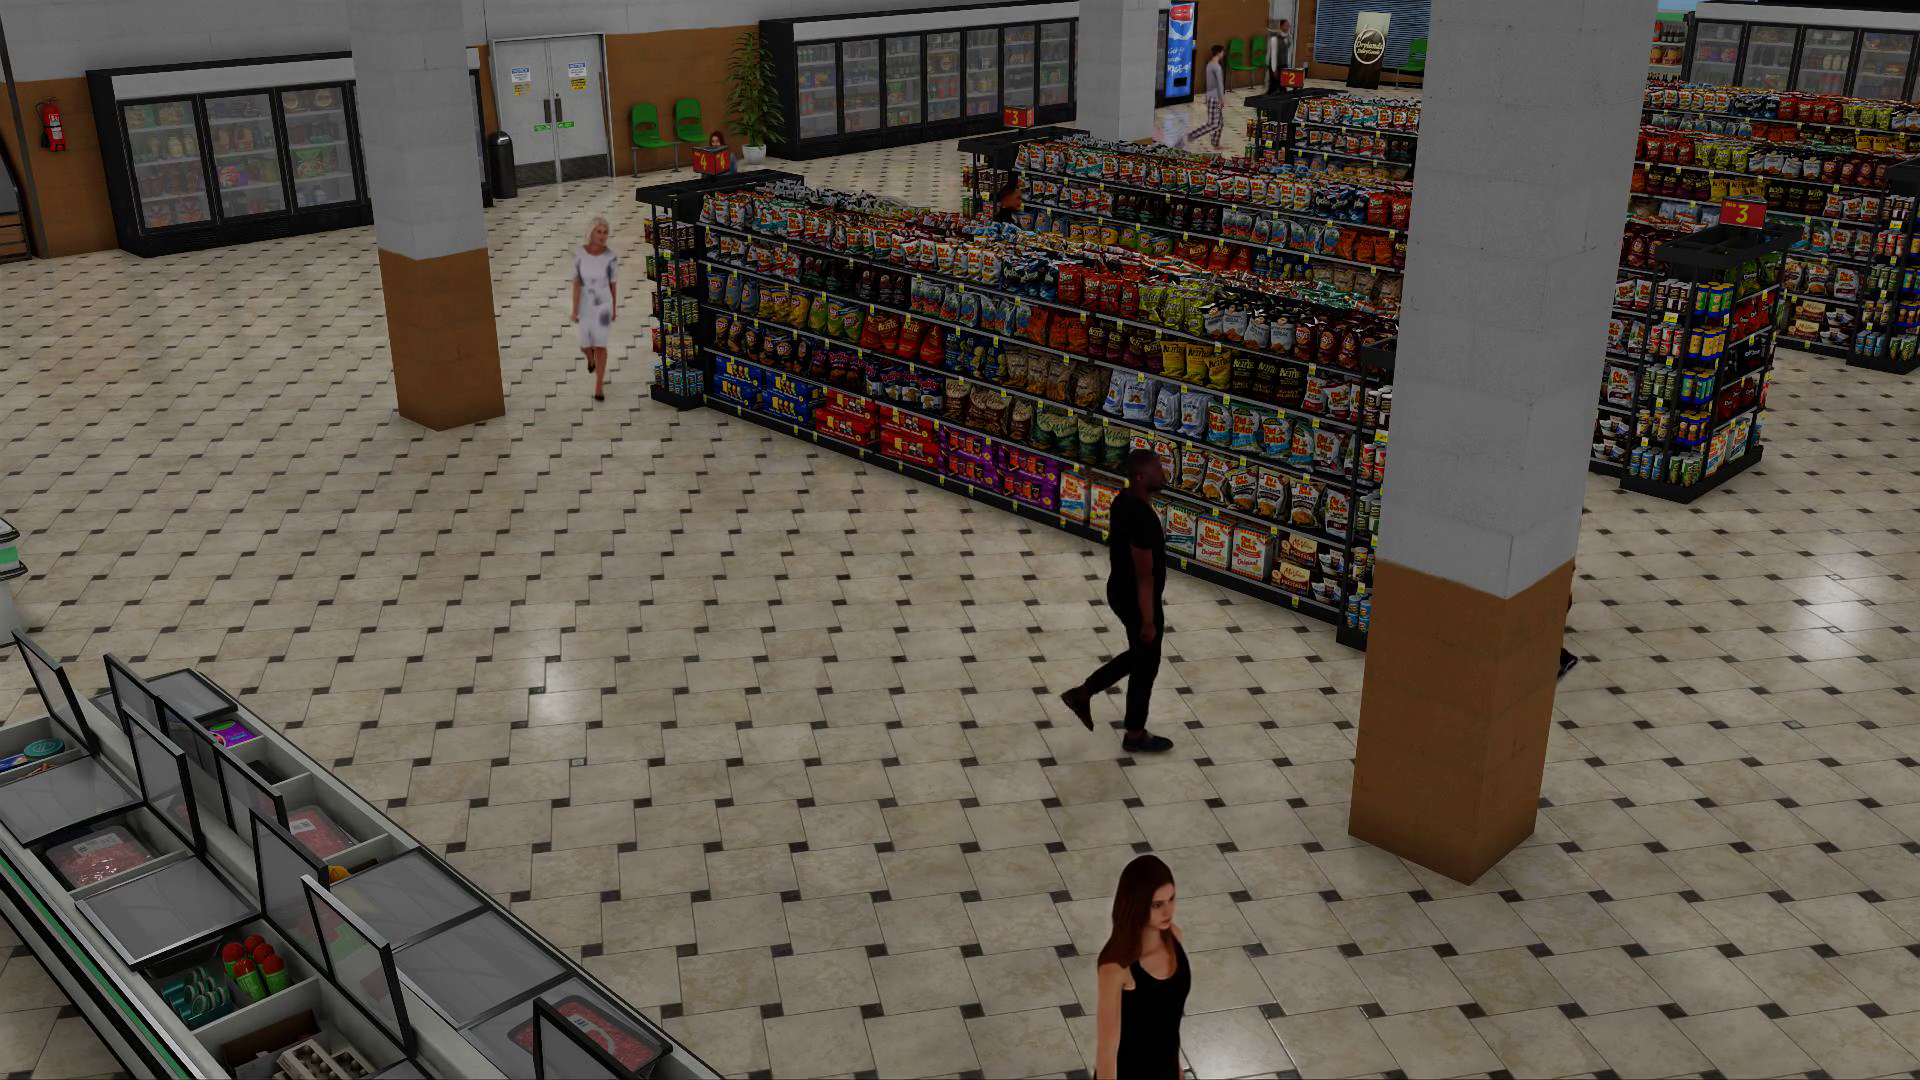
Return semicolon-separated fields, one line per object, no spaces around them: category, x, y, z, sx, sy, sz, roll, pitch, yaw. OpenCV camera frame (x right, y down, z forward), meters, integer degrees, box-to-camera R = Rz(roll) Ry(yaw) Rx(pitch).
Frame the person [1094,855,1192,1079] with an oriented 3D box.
person;0.600;1.824;5.664;0.501;1.726;0.577;19;29;39

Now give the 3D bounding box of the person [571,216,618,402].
person;-3.460;-2.197;15.684;0.907;1.716;1.048;-3;22;-8

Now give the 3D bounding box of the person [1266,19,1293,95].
person;6.510;-9.696;34.141;0.958;1.869;1.211;-12;25;-28

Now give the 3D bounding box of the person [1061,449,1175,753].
person;0.898;0.366;9.186;1.024;1.805;0.960;0;22;1

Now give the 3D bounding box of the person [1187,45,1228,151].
person;4.425;-7.830;29.562;1.052;1.822;1.059;-3;22;-8

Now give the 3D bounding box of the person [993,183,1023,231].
person;0.405;-2.535;16.282;0.770;1.898;0.768;8;23;18

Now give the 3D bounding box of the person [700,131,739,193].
person;-3.004;-4.286;20.954;1.075;1.663;1.144;0;22;-1
